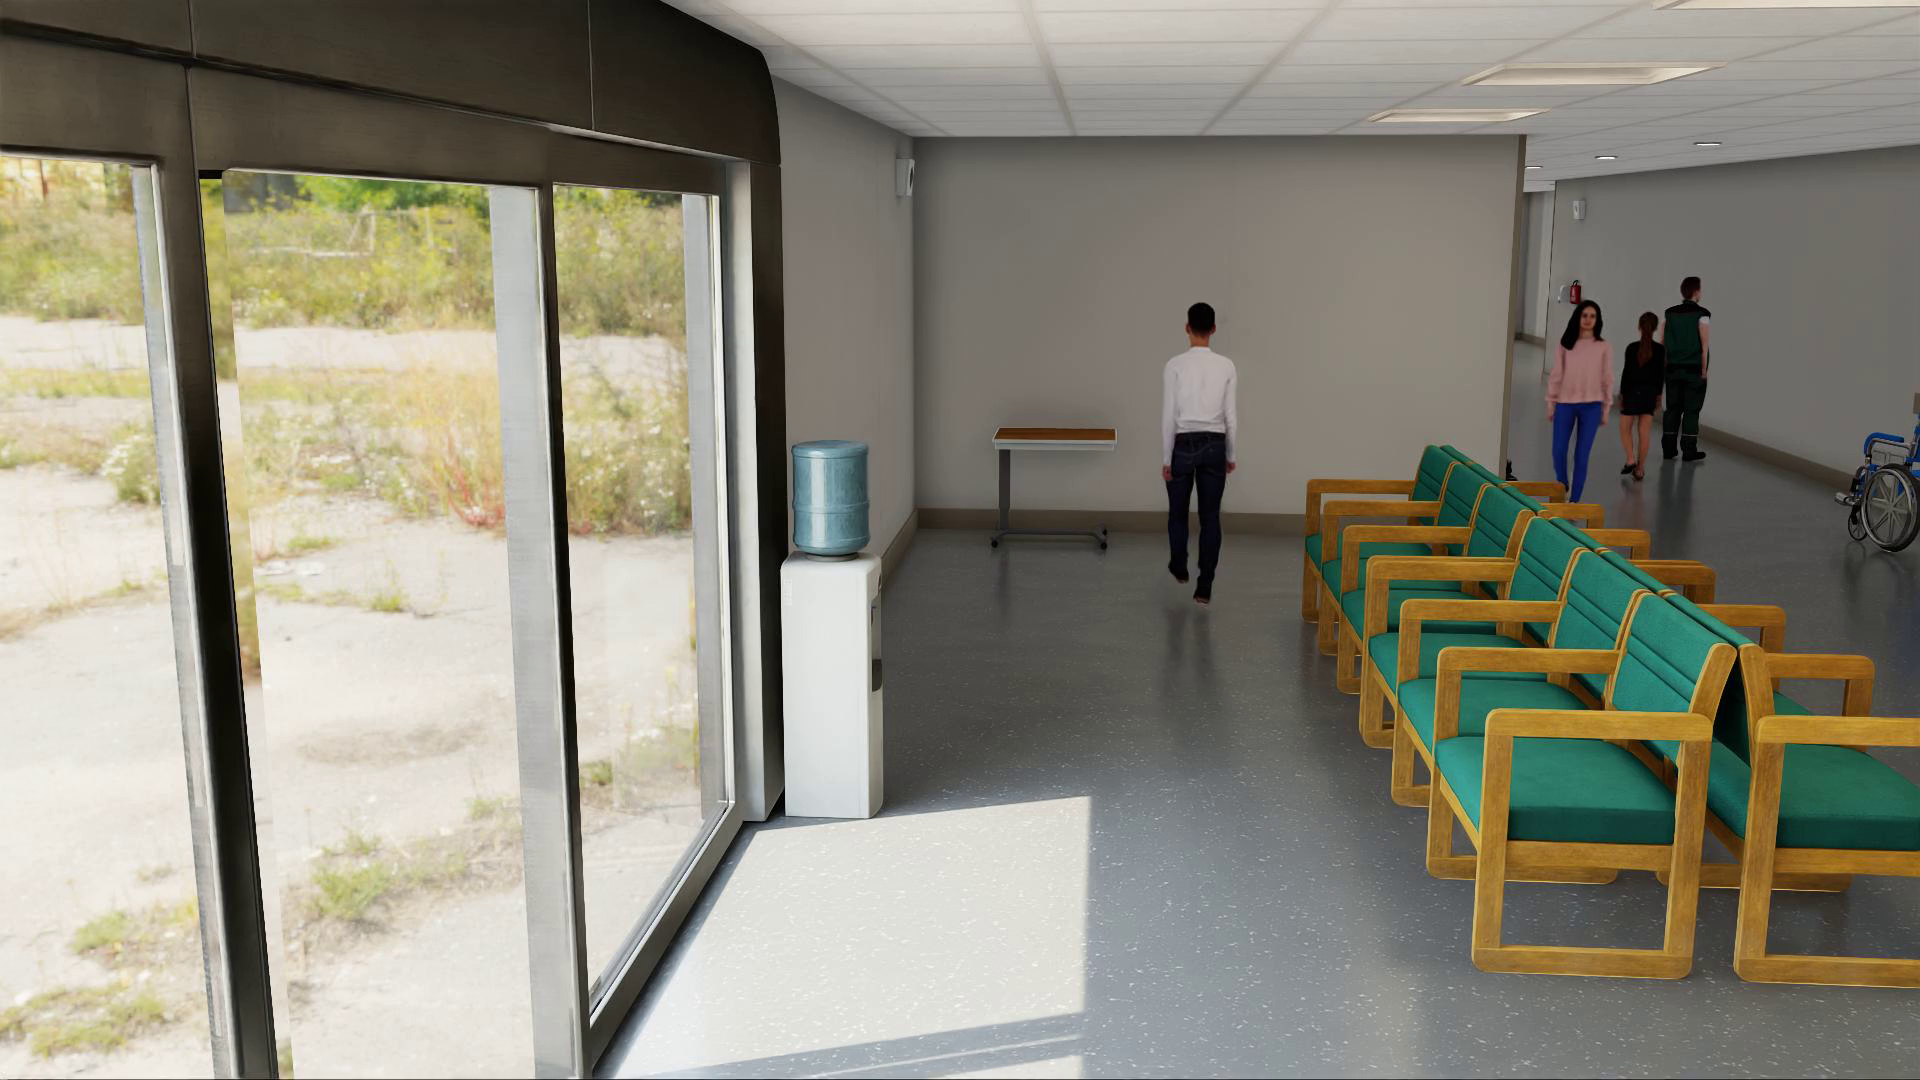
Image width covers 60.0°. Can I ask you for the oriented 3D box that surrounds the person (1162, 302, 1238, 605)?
[{"bbox_3d":[1.468,-0.489,10.151,1.185,1.820,0.778,0,11,0],"label":"person"}]

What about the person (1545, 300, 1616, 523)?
[{"bbox_3d":[4.928,-1.027,13.259,0.723,1.757,0.821,4,12,22],"label":"person"}]

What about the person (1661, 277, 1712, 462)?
[{"bbox_3d":[7.308,-1.729,16.740,0.795,1.838,0.737,-9,14,-39],"label":"person"}]

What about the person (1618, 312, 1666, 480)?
[{"bbox_3d":[6.337,-1.334,15.448,0.535,1.545,0.633,2,11,11],"label":"person"}]
